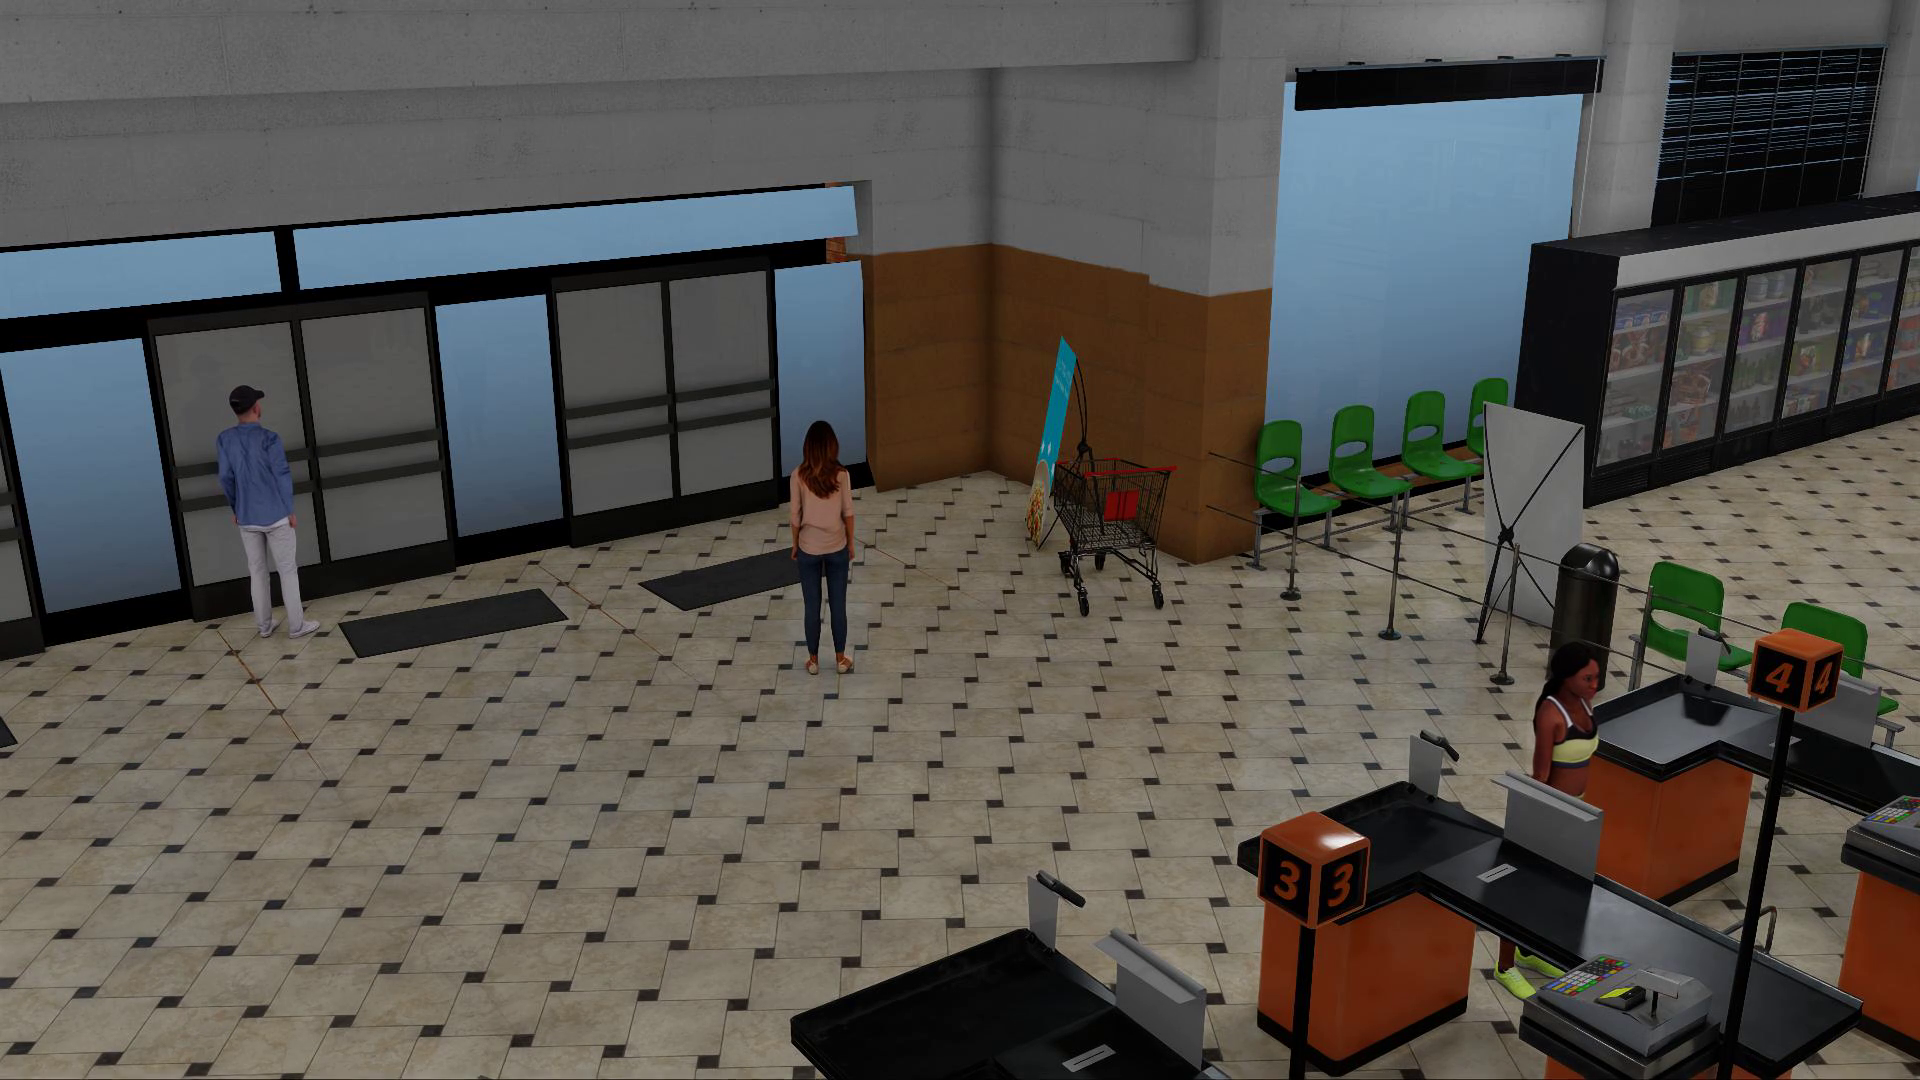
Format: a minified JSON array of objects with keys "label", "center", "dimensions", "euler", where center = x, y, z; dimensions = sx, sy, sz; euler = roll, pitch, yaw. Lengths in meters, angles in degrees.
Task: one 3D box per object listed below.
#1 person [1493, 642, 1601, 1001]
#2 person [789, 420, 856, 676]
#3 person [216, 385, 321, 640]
[{"label":"person","center":[2.754,1.287,7.782],"dimensions":[0.582,1.753,0.526],"euler":[-15,24,-38]},{"label":"person","center":[-0.938,0.057,11.369],"dimensions":[0.674,1.792,0.687],"euler":[-1,19,-3]},{"label":"person","center":[-5.010,-0.197,11.971],"dimensions":[0.739,1.888,0.784],"euler":[2,19,5]}]
